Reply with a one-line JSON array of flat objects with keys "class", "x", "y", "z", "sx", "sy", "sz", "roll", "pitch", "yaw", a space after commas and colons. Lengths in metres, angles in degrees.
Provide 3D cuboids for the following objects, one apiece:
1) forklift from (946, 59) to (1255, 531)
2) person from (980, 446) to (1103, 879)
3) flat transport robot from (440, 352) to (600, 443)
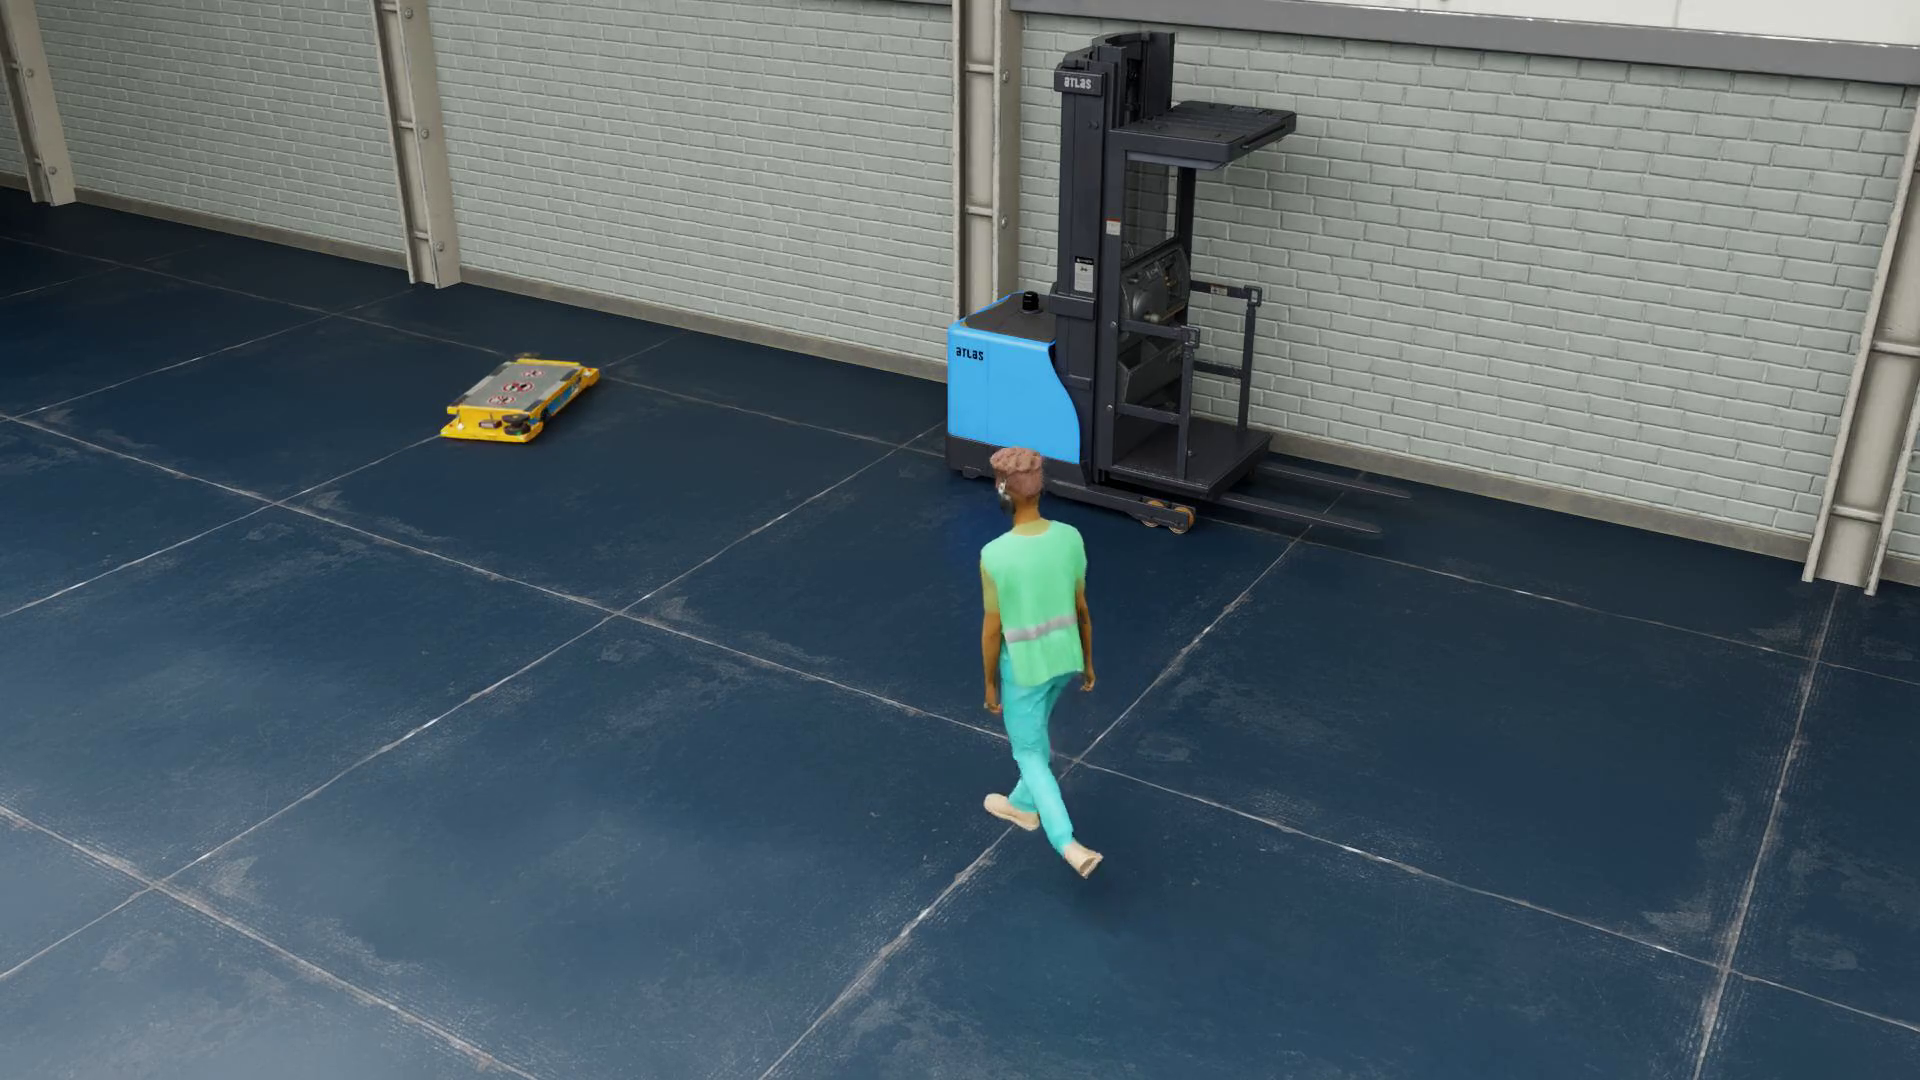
[{"class": "forklift", "x": 0.933, "y": -1.707, "z": 10.833, "sx": 1.873, "sy": 2.768, "sz": 1.129, "roll": 15, "pitch": 29, "yaw": 28}, {"class": "person", "x": 0.372, "y": 0.553, "z": 7.146, "sx": 0.533, "sy": 1.938, "sz": 0.830, "roll": -16, "pitch": 30, "yaw": -31}, {"class": "flat transport robot", "x": -3.296, "y": -1.080, "z": 12.544, "sx": 0.659, "sy": 0.231, "sz": 1.431, "roll": 4, "pitch": 26, "yaw": 9}]
